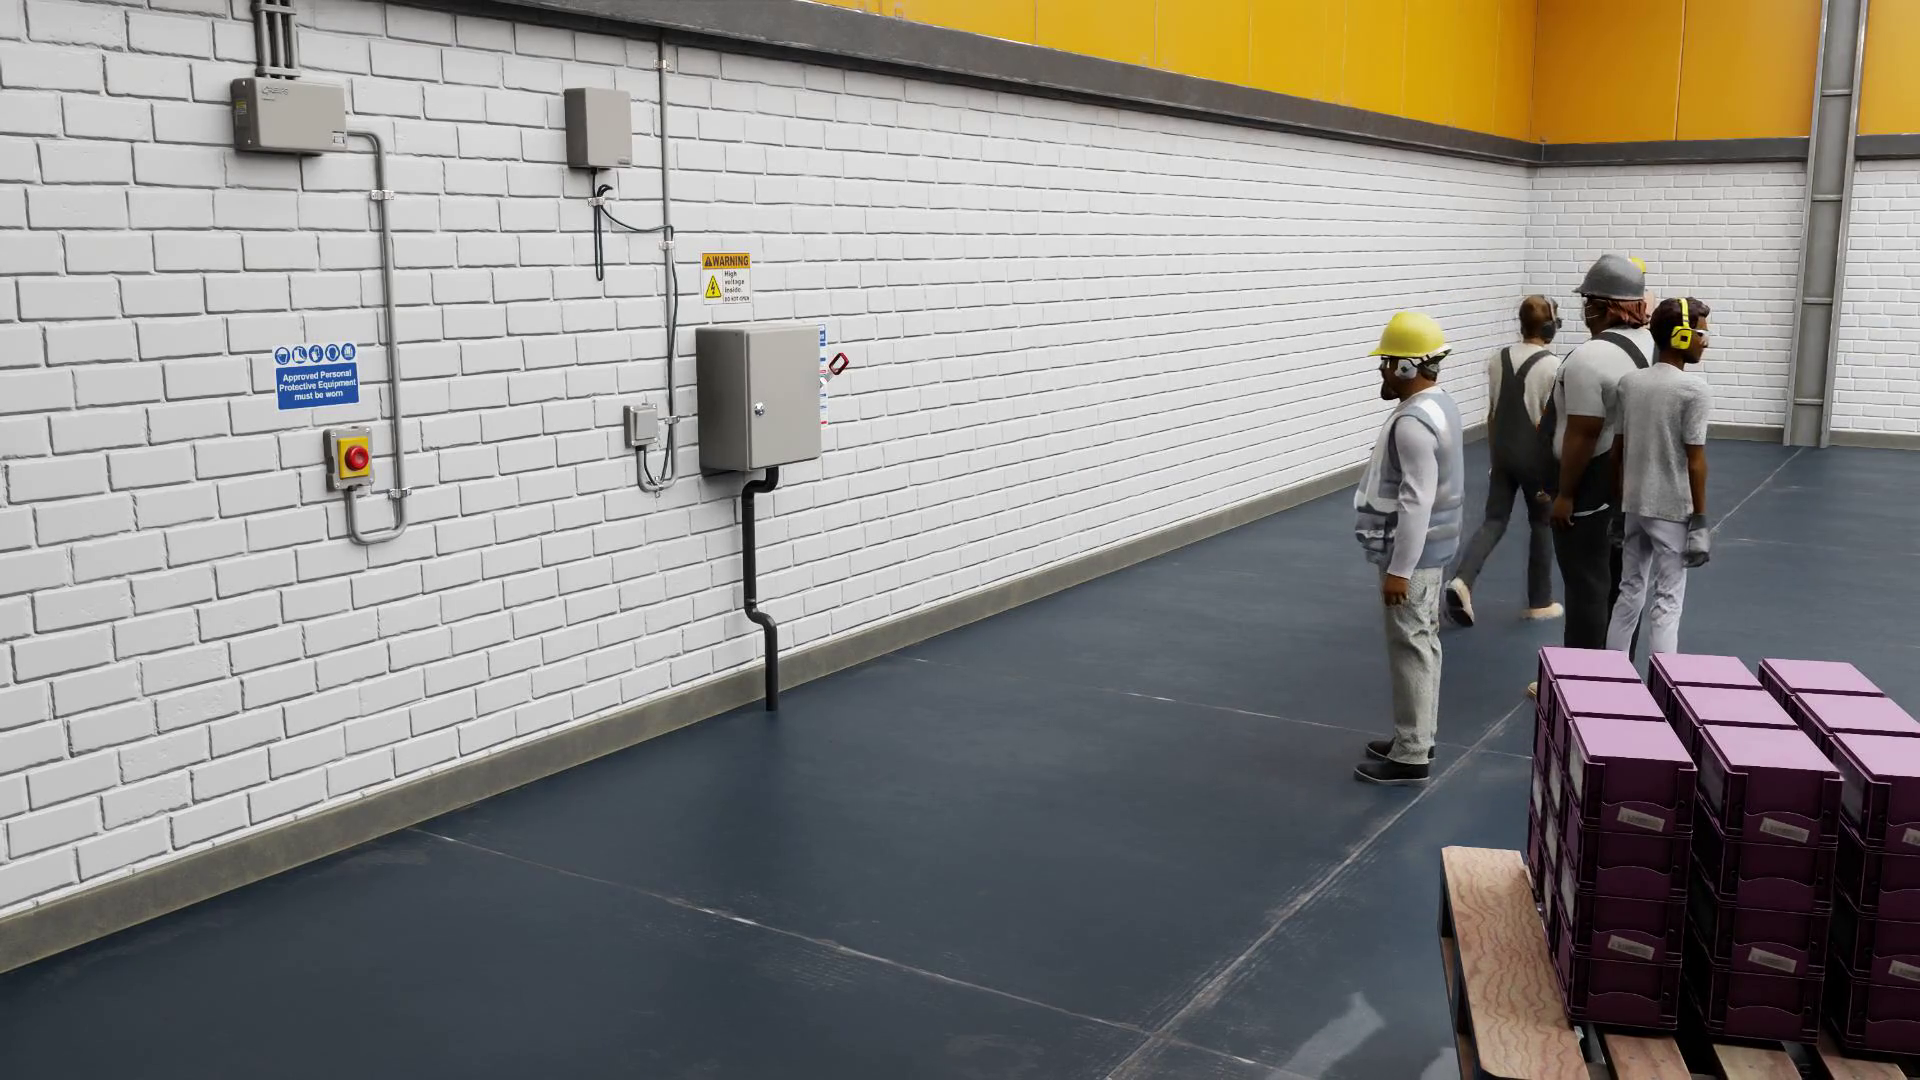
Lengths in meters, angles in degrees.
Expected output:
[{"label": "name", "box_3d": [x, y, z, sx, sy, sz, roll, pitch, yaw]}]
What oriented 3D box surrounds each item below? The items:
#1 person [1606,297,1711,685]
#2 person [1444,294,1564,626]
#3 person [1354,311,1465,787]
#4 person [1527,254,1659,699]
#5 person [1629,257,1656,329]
[{"label": "person", "box_3d": [2.969, -0.089, 7.062, 0.335, 1.864, 0.521, -4, 11, -21]}, {"label": "person", "box_3d": [3.003, -0.419, 9.006, 0.828, 1.822, 0.515, -8, 13, -37]}, {"label": "person", "box_3d": [1.728, 0.037, 6.443, 0.404, 1.829, 0.600, 4, 11, 23]}, {"label": "person", "box_3d": [2.869, -0.268, 7.553, 0.682, 2.000, 0.537, -8, 13, -37]}, {"label": "person", "box_3d": [6.859, -1.924, 17.047, 0.594, 1.924, 0.374, -9, 13, -40]}]
